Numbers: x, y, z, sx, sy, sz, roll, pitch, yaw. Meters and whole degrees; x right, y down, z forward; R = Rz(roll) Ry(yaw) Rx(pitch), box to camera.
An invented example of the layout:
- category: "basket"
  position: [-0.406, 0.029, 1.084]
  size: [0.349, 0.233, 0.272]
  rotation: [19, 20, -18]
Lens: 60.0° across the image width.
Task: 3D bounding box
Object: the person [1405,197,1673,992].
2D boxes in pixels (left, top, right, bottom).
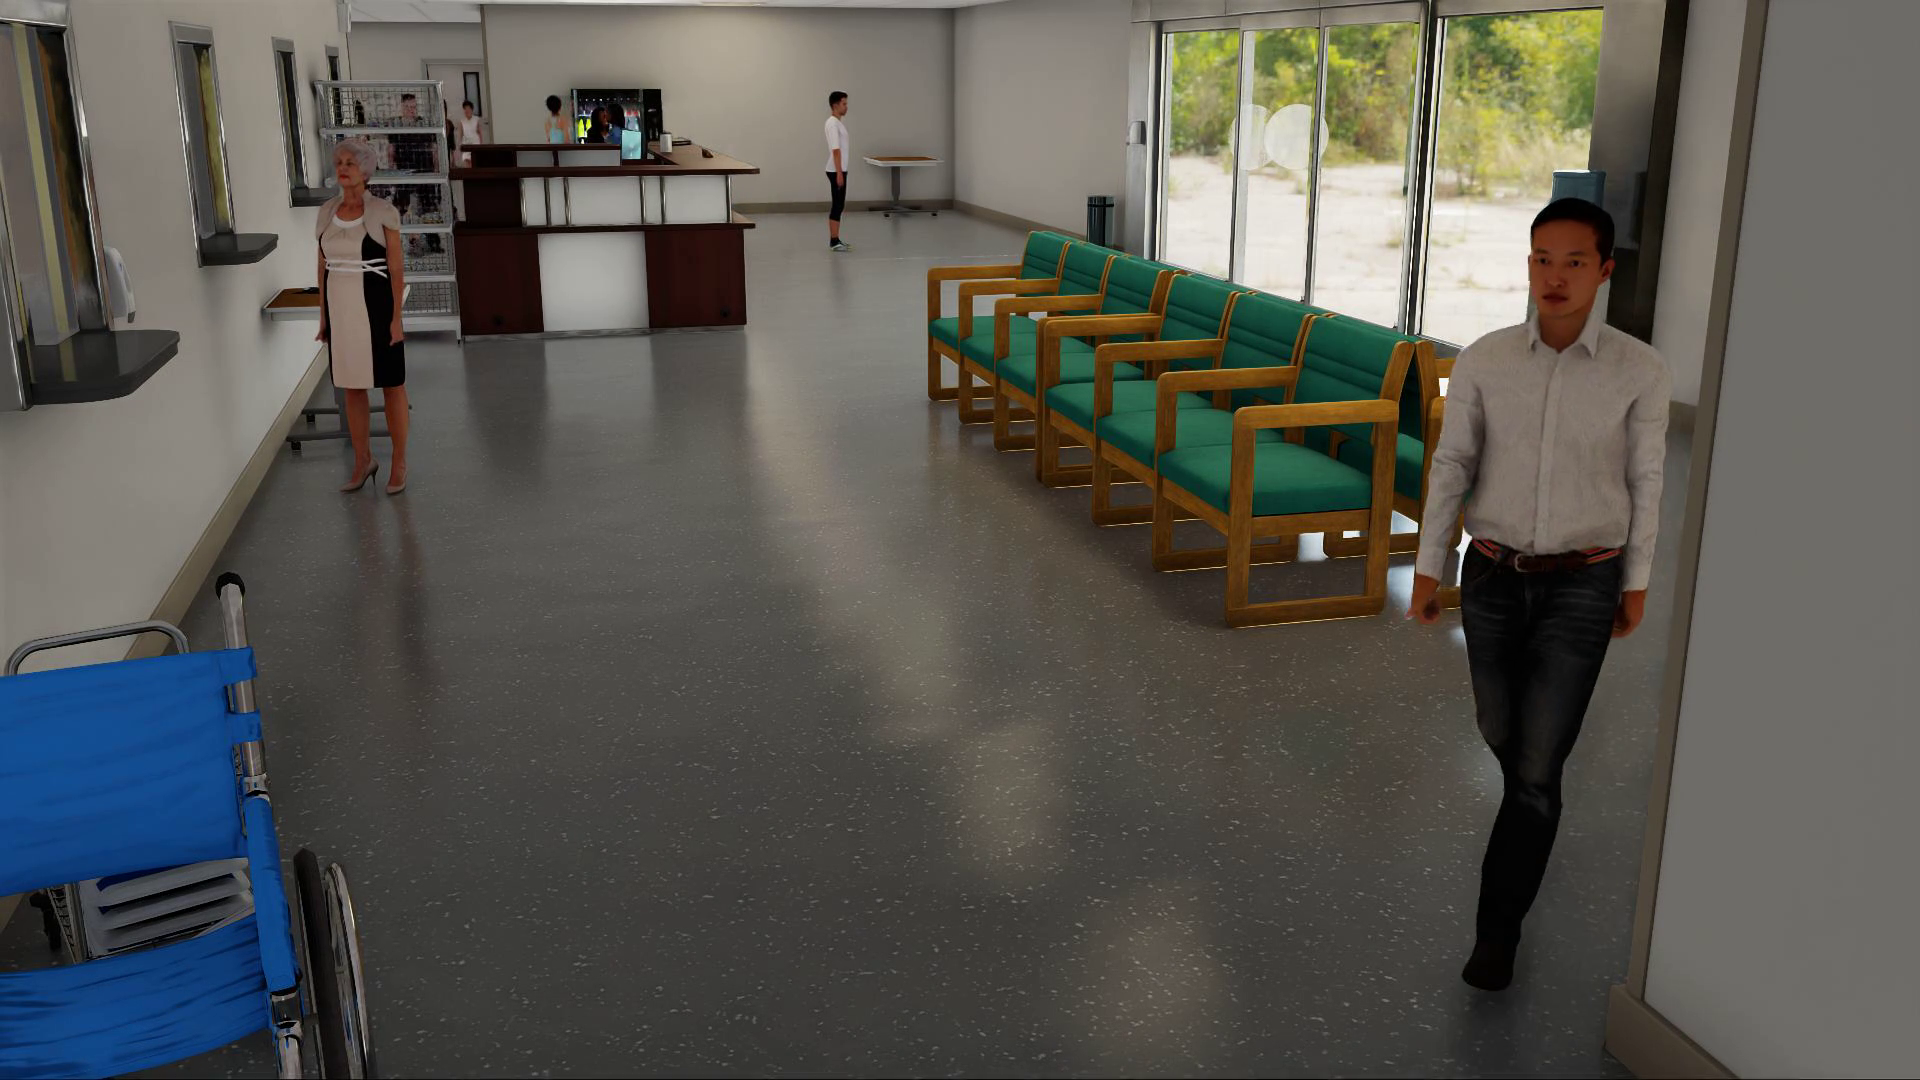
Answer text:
- category: "person"
  position: [1.407, 0.104, 4.002]
  size: [1.185, 1.774, 1.243]
  rotation: [9, 18, 29]

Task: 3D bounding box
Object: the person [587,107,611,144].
- category: "person"
  position: [-4.838, -5.016, 22.451]
  size: [0.808, 1.616, 0.774]
  rotation: [6, 17, 19]

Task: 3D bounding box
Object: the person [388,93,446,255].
- category: "person"
  position: [-6.249, -4.158, 19.028]
  size: [0.823, 1.823, 1.044]
  rotation: [-10, 19, -32]

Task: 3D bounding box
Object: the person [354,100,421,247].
- category: "person"
  position: [-6.655, -4.049, 18.793]
  size: [1.212, 1.741, 0.856]
  rotation: [-9, 18, -30]

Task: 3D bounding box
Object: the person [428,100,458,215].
- category: "person"
  position: [-7.461, -5.463, 23.951]
  size: [1.204, 1.663, 1.061]
  rotation: [-14, 21, -40]

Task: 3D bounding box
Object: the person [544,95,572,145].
- category: "person"
  position: [-5.389, -5.112, 22.517]
  size: [0.821, 1.765, 0.787]
  rotation: [-15, 22, -43]

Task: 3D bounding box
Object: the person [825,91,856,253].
- category: "person"
  position: [-1.462, -4.376, 19.744]
  size: [0.639, 1.854, 0.716]
  rotation: [-1, 16, -3]

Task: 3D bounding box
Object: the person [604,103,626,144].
- category: "person"
  position: [-3.966, -4.301, 19.796]
  size: [1.133, 1.681, 0.617]
  rotation: [-5, 17, -17]

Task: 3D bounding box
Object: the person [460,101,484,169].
- category: "person"
  position: [-8.952, -7.254, 30.570]
  size: [0.914, 1.518, 0.667]
  rotation: [-3, 16, -10]

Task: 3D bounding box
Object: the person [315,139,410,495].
- category: "person"
  position: [-2.982, -1.110, 8.340]
  size: [0.642, 1.756, 0.766]
  rotation: [3, 16, 12]
